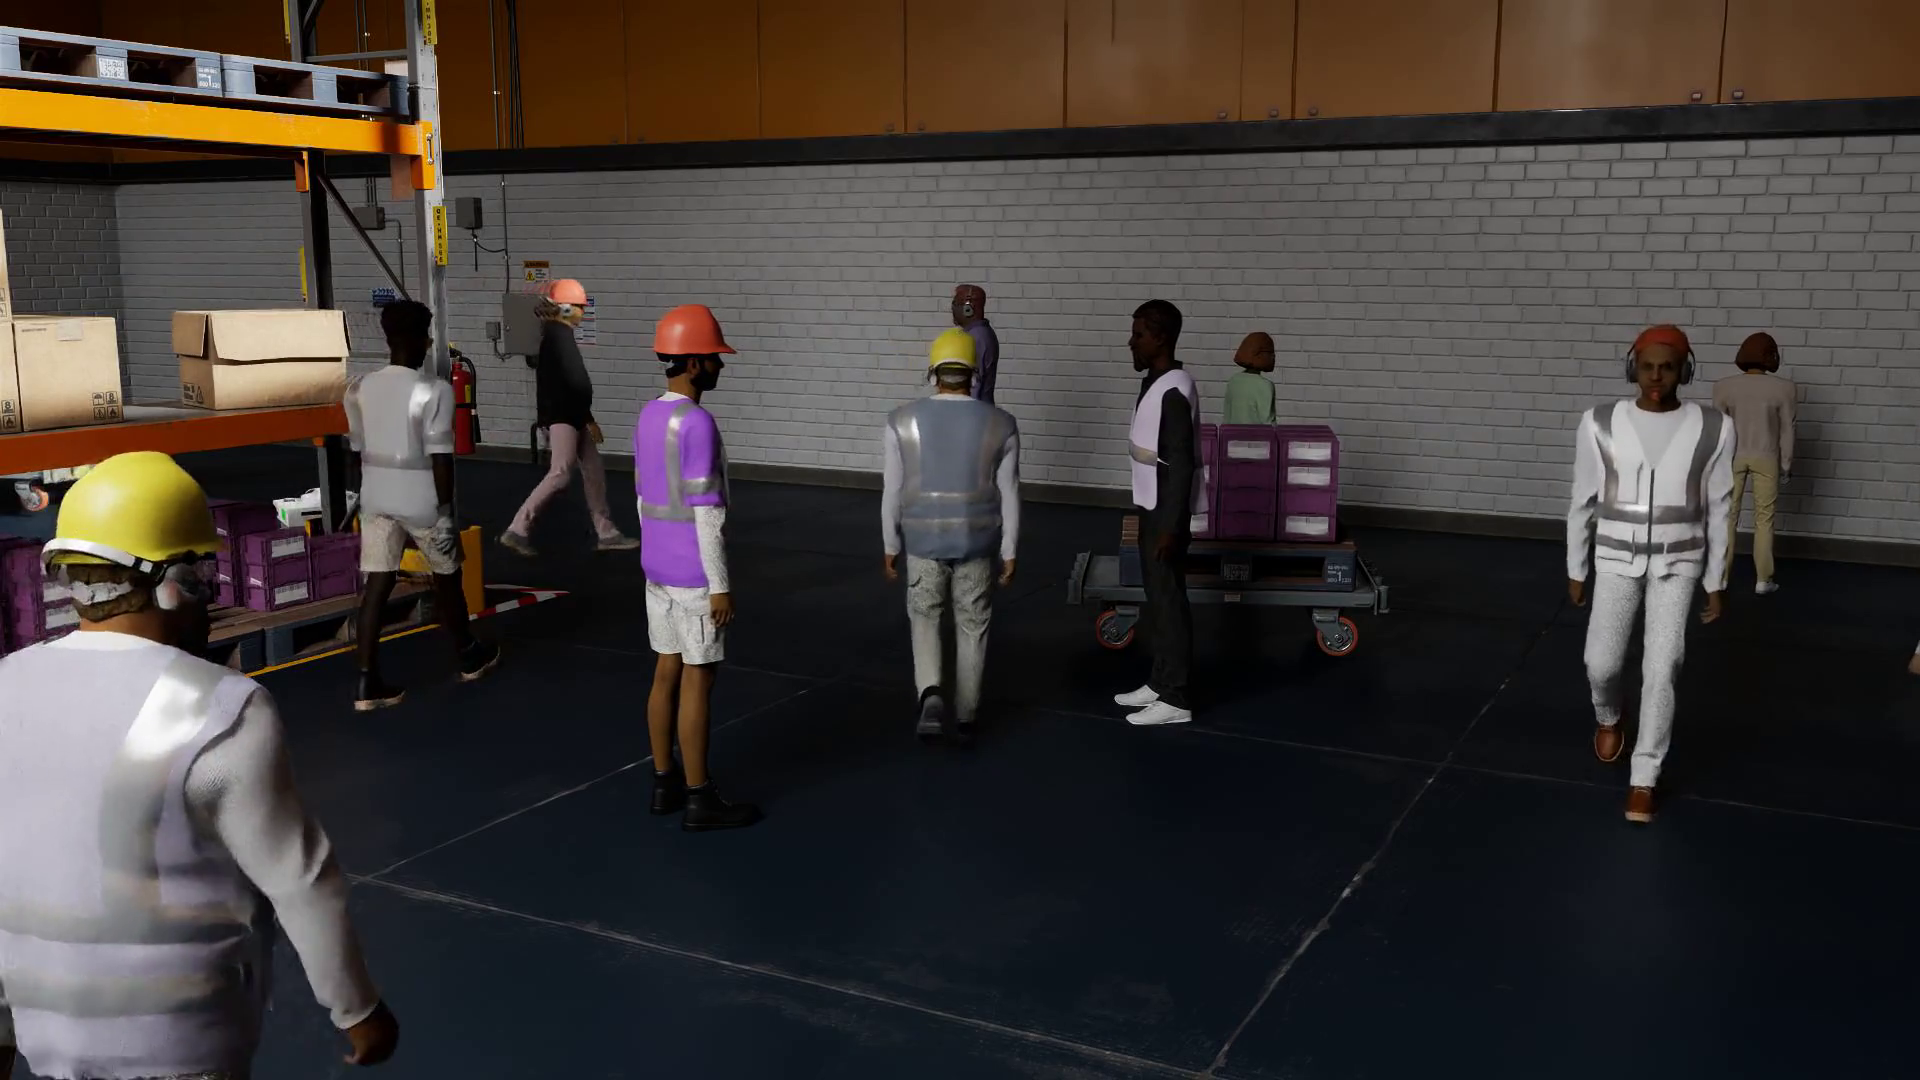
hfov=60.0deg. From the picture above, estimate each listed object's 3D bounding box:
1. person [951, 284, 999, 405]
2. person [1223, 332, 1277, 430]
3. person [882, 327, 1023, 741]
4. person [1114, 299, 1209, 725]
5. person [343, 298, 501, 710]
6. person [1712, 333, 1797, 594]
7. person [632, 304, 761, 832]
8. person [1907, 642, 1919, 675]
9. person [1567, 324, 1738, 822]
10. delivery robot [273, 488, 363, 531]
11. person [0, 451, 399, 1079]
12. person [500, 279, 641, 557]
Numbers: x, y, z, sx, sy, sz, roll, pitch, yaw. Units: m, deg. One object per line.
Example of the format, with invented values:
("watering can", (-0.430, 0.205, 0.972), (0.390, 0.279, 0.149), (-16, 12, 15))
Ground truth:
("person", (0.056, -0.827, 11.644), (0.410, 1.912, 0.643), (2, 10, 9))
("person", (1.848, -0.501, 10.554), (0.267, 1.632, 0.507), (-4, 11, -23))
("person", (-0.031, 0.002, 7.112), (0.608, 1.812, 0.521), (0, 10, 2))
("person", (0.927, -0.124, 7.547), (0.375, 1.917, 0.597), (0, 10, -2))
("person", (-2.619, -0.191, 7.953), (0.625, 1.911, 0.995), (3, 10, 17))
("person", (4.959, -0.481, 10.437), (0.498, 1.633, 0.284), (7, 12, 36))
("person", (-0.992, 0.104, 6.167), (0.369, 1.939, 0.542), (-7, 12, -33))
("person", (5.048, -0.111, 7.885), (0.634, 1.792, 0.995), (-9, 13, -41))
("person", (2.643, 0.102, 6.405), (0.581, 1.869, 0.650), (4, 11, 23))
("delivery robot", (-4.404, -0.192, 11.611), (0.707, 0.478, 0.477), (-6, 11, -30))
("person", (-1.286, 0.756, 2.792), (0.623, 1.804, 0.720), (4, 11, 23))
("person", (-2.784, -0.854, 11.680), (0.953, 1.953, 0.618), (-2, 10, -14))
